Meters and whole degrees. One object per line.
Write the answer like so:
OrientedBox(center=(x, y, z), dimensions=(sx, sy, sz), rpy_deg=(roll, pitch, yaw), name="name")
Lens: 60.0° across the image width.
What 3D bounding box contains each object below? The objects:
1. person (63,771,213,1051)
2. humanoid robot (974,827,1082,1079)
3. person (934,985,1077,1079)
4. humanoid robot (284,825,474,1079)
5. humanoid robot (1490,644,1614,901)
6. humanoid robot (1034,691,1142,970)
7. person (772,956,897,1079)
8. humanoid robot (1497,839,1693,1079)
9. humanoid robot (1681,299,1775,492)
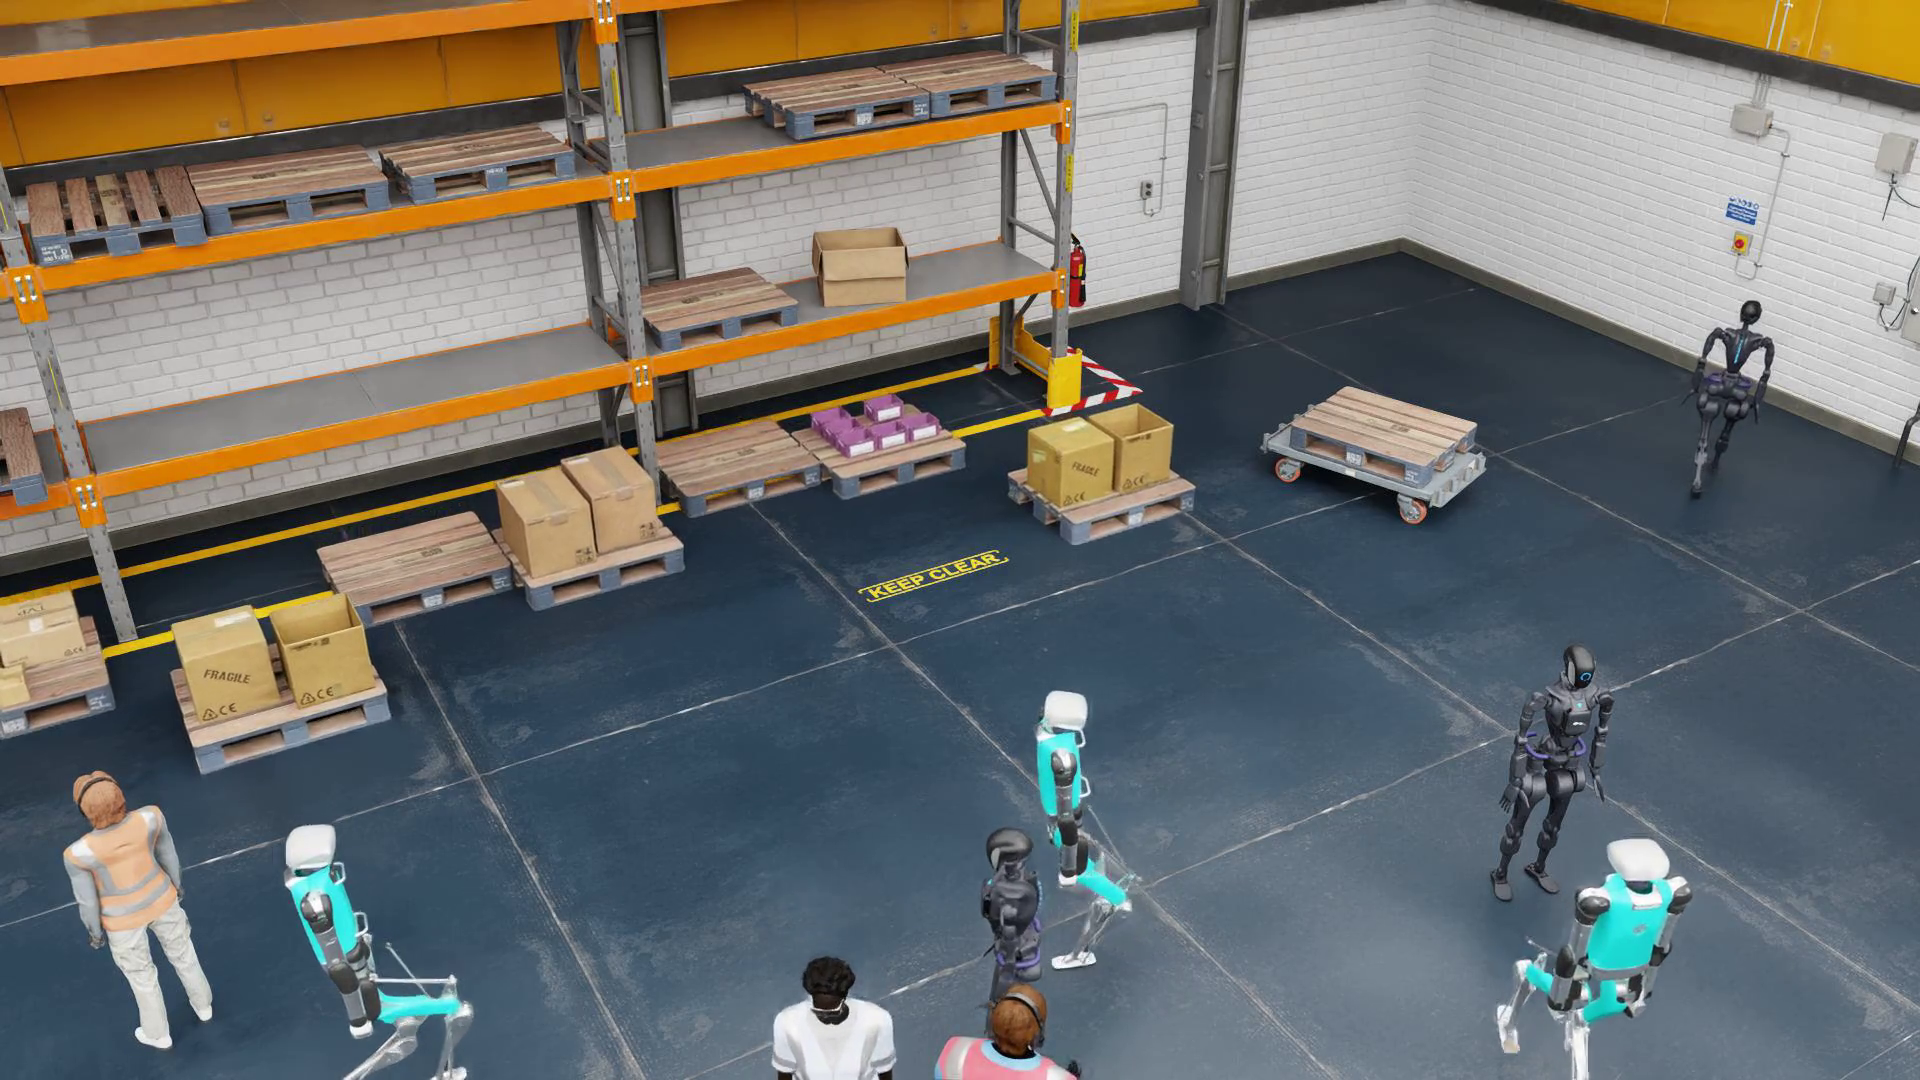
OrientedBox(center=(-4.102, 1.850, 8.301), dimensions=(0.312, 1.641, 0.513), rpy_deg=(22, 36, 34), name="person")
OrientedBox(center=(0.304, 2.030, 7.958), dimensions=(0.594, 1.635, 0.589), rpy_deg=(0, 29, 0), name="humanoid robot")
OrientedBox(center=(0.211, 2.563, 6.855), dimensions=(0.628, 1.836, 0.431), rpy_deg=(11, 31, 19), name="person")
OrientedBox(center=(-2.722, 2.046, 7.857), dimensions=(1.022, 1.730, 0.550), rpy_deg=(-12, 31, -20), name="humanoid robot")
OrientedBox(center=(3.304, 1.288, 9.248), dimensions=(0.599, 1.657, 0.315), rpy_deg=(-5, 30, -8), name="humanoid robot")
OrientedBox(center=(0.708, 1.597, 8.729), dimensions=(0.662, 1.868, 0.536), rpy_deg=(-3, 30, -5), name="humanoid robot")
OrientedBox(center=(-0.535, 2.435, 7.228), dimensions=(0.532, 1.681, 0.410), rpy_deg=(-2, 30, -3), name="person")
OrientedBox(center=(2.941, 1.967, 8.017), dimensions=(0.532, 1.764, 0.960), rpy_deg=(-5, 30, -9), name="humanoid robot")
OrientedBox(center=(6.305, -1.186, 13.711), dimensions=(0.612, 1.639, 0.785), rpy_deg=(13, 32, 22), name="humanoid robot")
